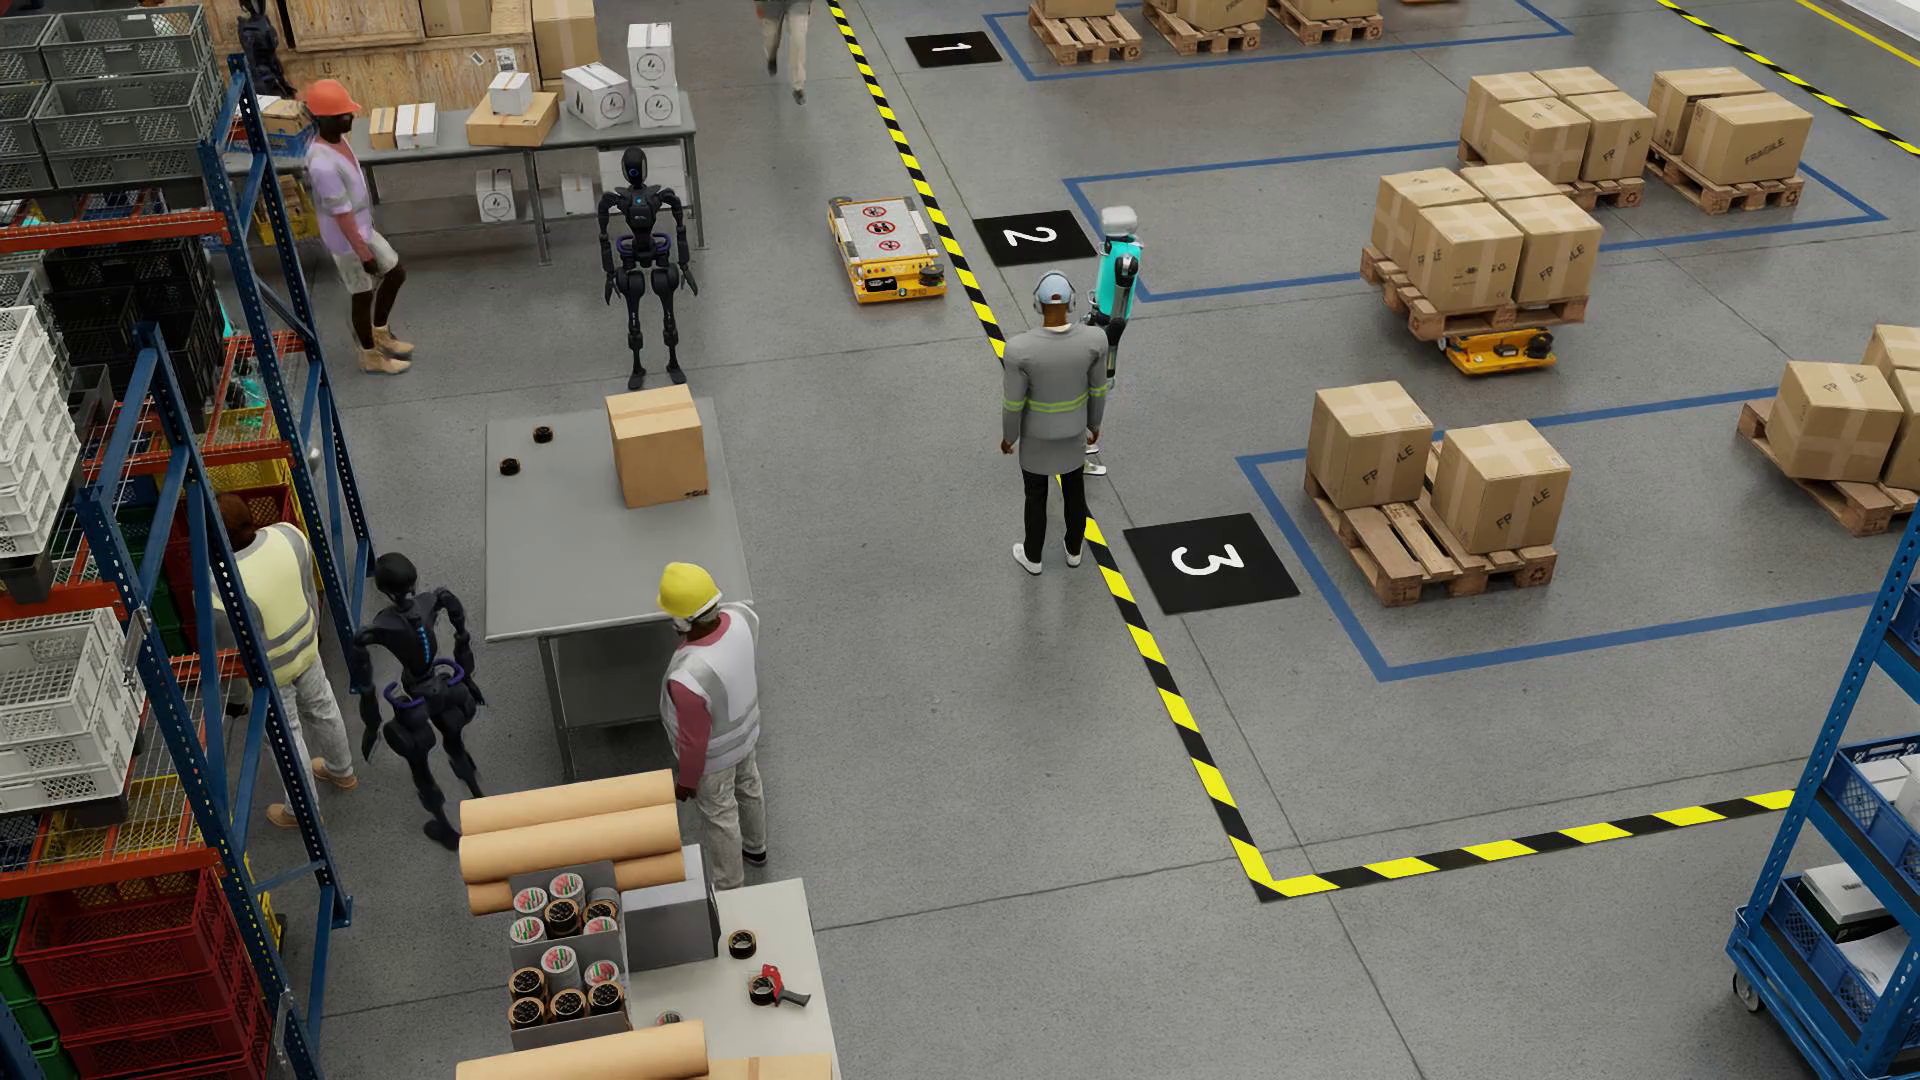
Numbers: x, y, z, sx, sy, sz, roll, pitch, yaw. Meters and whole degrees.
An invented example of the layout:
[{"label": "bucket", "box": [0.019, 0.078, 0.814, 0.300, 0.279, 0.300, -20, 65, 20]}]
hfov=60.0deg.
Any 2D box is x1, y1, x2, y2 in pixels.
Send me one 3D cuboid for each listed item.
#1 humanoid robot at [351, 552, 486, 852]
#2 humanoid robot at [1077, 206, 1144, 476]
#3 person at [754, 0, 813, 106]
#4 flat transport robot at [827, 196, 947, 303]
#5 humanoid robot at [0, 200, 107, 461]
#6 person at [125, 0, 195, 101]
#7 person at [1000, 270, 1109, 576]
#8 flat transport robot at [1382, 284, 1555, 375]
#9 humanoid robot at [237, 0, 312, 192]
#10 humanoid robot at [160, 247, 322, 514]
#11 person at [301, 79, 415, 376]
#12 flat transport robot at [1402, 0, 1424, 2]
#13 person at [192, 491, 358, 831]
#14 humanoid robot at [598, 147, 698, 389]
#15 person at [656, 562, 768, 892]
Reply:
[{"label": "humanoid robot", "box": [-2.387, 0.733, 7.385, 0.342, 1.654, 0.584, 28, 45, 32]}, {"label": "humanoid robot", "box": [0.669, -1.155, 9.767, 0.735, 1.673, 0.533, -1, 37, -2]}, {"label": "person", "box": [-1.580, -4.829, 14.809, 0.568, 1.739, 0.741, -8, 37, -10]}, {"label": "flat transport robot", "box": [-0.570, -2.220, 12.538, 0.659, 0.231, 1.431, -8, 37, -10]}, {"label": "humanoid robot", "box": [-5.484, -1.145, 9.786, 0.531, 1.699, 0.738, 6, 37, 7]}, {"label": "person", "box": [-6.020, -3.430, 12.756, 0.602, 1.948, 0.386, 28, 45, 32]}, {"label": "person", "box": [0.498, -0.629, 9.077, 0.587, 1.847, 0.397, -8, 37, -11]}, {"label": "flat transport robot", "box": [3.554, -1.632, 11.724, 0.652, 0.197, 1.431, -8, 37, -10]}, {"label": "humanoid robot", "box": [-5.469, -3.546, 13.135, 0.349, 1.643, 0.609, -2, 37, -3]}, {"label": "humanoid robot", "box": [-3.952, -0.807, 9.492, 0.762, 1.881, 0.541, -1, 37, -2]}, {"label": "person", "box": [-3.868, -1.971, 10.729, 0.467, 2.030, 0.630, -2, 37, -3]}, {"label": "flat transport robot", "box": [4.742, -6.068, 17.686, 0.652, 0.197, 1.431, -8, 37, -10]}, {"label": "person", "box": [-3.114, 0.542, 7.509, 0.429, 1.842, 0.625, 13, 39, 17]}, {"label": "humanoid robot", "box": [-2.006, -1.745, 10.706, 0.599, 1.657, 0.315, -7, 37, -9]}, {"label": "person", "box": [-1.061, 0.842, 7.121, 0.403, 1.822, 0.588, 13, 39, 17]}]
